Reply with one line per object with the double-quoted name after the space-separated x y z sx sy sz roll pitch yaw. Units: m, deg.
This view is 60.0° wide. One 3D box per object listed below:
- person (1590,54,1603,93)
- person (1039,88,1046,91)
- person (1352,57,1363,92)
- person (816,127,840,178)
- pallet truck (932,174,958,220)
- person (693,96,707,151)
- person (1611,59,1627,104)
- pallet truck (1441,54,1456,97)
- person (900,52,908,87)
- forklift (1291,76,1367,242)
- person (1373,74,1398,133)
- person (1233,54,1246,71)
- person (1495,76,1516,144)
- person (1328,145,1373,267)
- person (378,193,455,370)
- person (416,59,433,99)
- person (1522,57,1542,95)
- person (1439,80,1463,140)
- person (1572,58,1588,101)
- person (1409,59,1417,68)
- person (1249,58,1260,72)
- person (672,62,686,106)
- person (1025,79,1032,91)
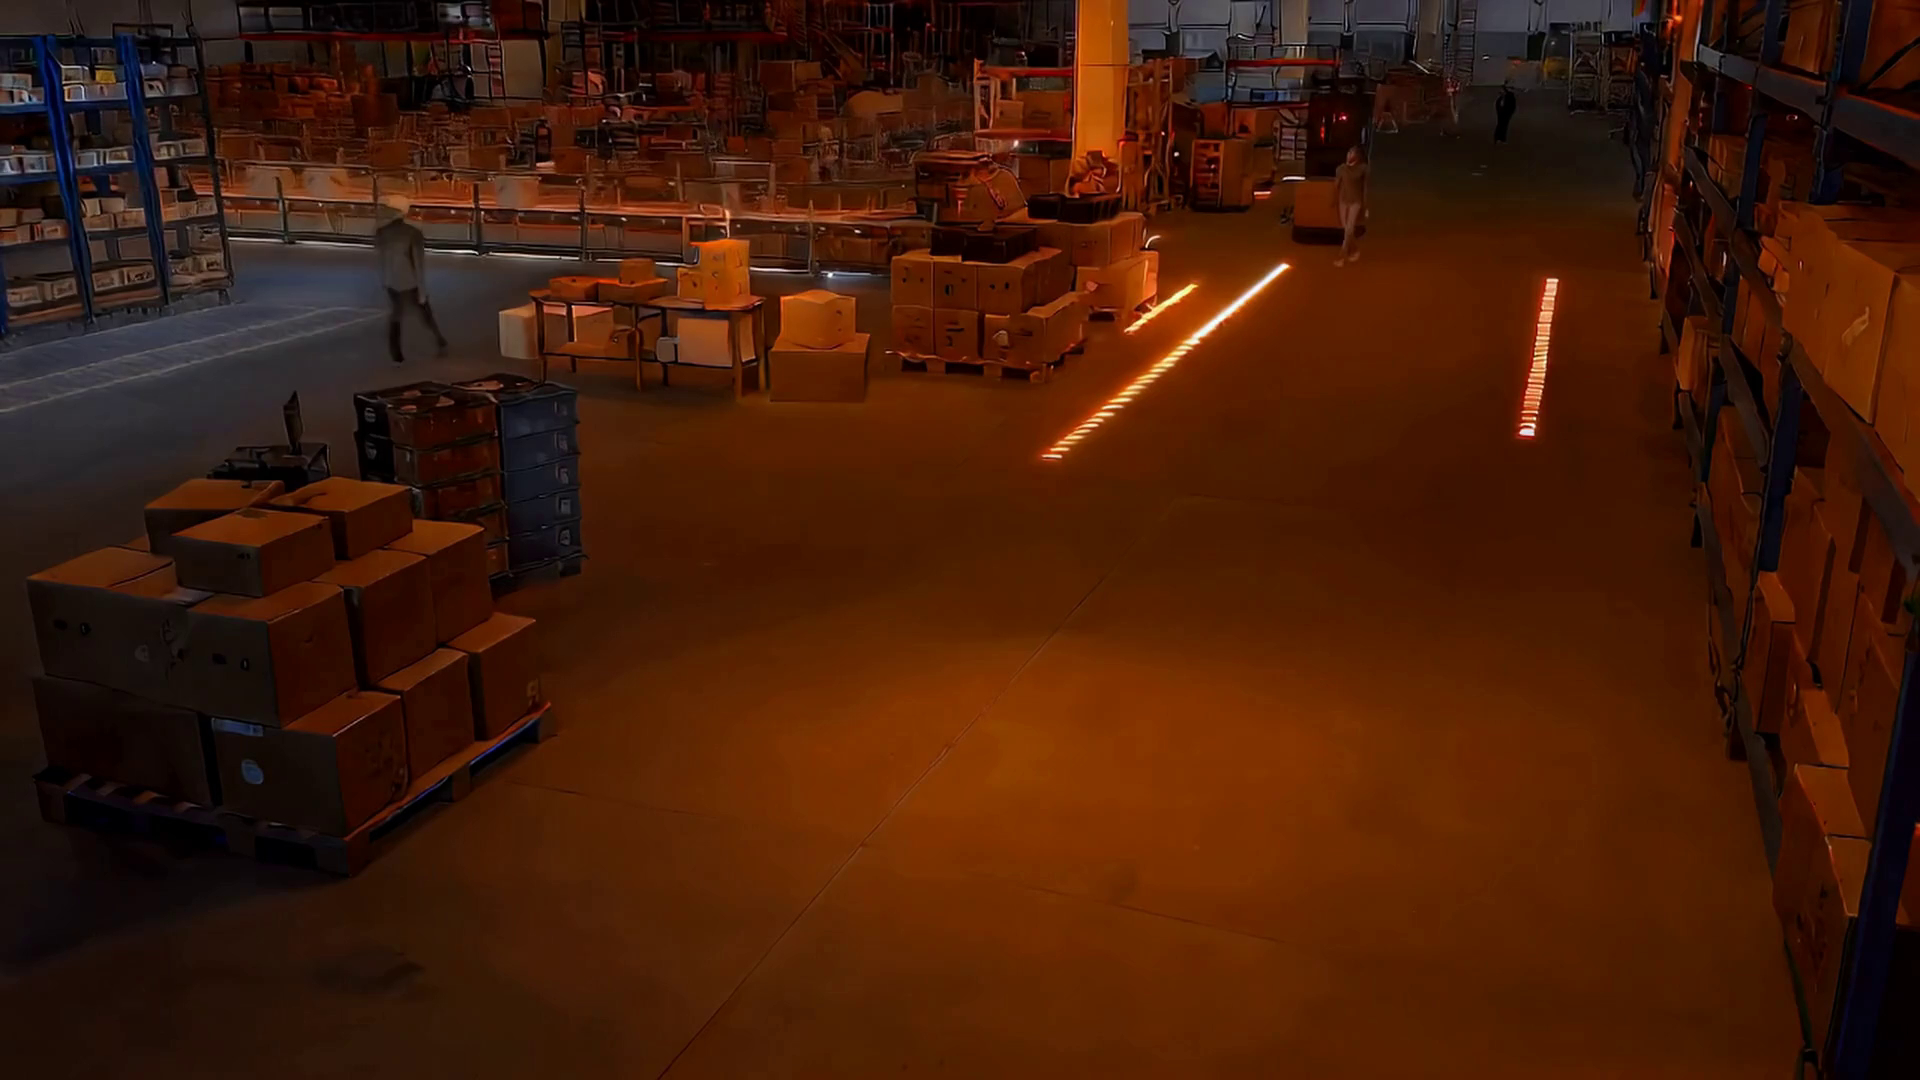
31.671 -23.238 82.823 0.562 1.880 1.042 5 18 16 "person"
2.319 -11.893 47.242 0.618 1.818 0.431 6 18 17 "person"
18.887 -21.900 78.687 0.707 1.816 0.645 -6 19 -17 "person"
-2.659 -7.408 33.348 0.538 1.698 0.319 9 20 26 "person"
-0.507 -5.292 27.348 0.653 1.274 1.630 6 19 19 "pallet truck"
-6.906 -10.896 44.200 0.317 1.767 0.534 -6 19 -17 "person"
28.836 -20.048 72.743 0.629 1.906 0.926 0 18 -1 "person"
22.765 -21.886 78.355 0.823 1.965 1.885 -4 18 -14 "pallet truck"
-2.958 -24.724 87.527 0.429 1.842 0.635 0 18 0 "person"
6.598 -6.755 29.381 1.129 2.768 1.873 6 19 19 "forklift"
14.263 -14.553 55.494 0.975 1.887 0.550 12 21 33 "person"
13.833 -23.092 82.287 0.641 1.917 0.659 -2 18 -7 "person"
16.651 -13.096 50.668 0.682 2.000 0.536 -14 22 -36 "person"
6.253 -5.362 26.626 0.651 1.890 1.034 14 22 37 "person"
-6.247 -2.961 18.962 0.652 1.946 0.981 6 19 19 "person"
-24.659 -21.071 76.048 0.976 1.842 0.582 7 19 20 "person"
27.865 -22.557 80.800 0.913 1.811 0.529 6 19 18 "person"
15.607 -13.615 52.612 0.528 1.851 0.698 -16 24 -42 "person"
27.939 -20.701 74.796 0.814 1.900 0.596 -4 18 -14 "person"
22.215 -22.871 81.987 0.550 1.670 0.768 -10 20 -28 "person"
14.538 -22.974 82.187 0.492 1.743 0.295 4 18 12 "person"
-11.144 -17.771 65.432 1.035 1.988 0.641 14 22 37 "person"
2.690 -17.481 64.720 0.334 1.873 0.521 0 18 0 "person"
